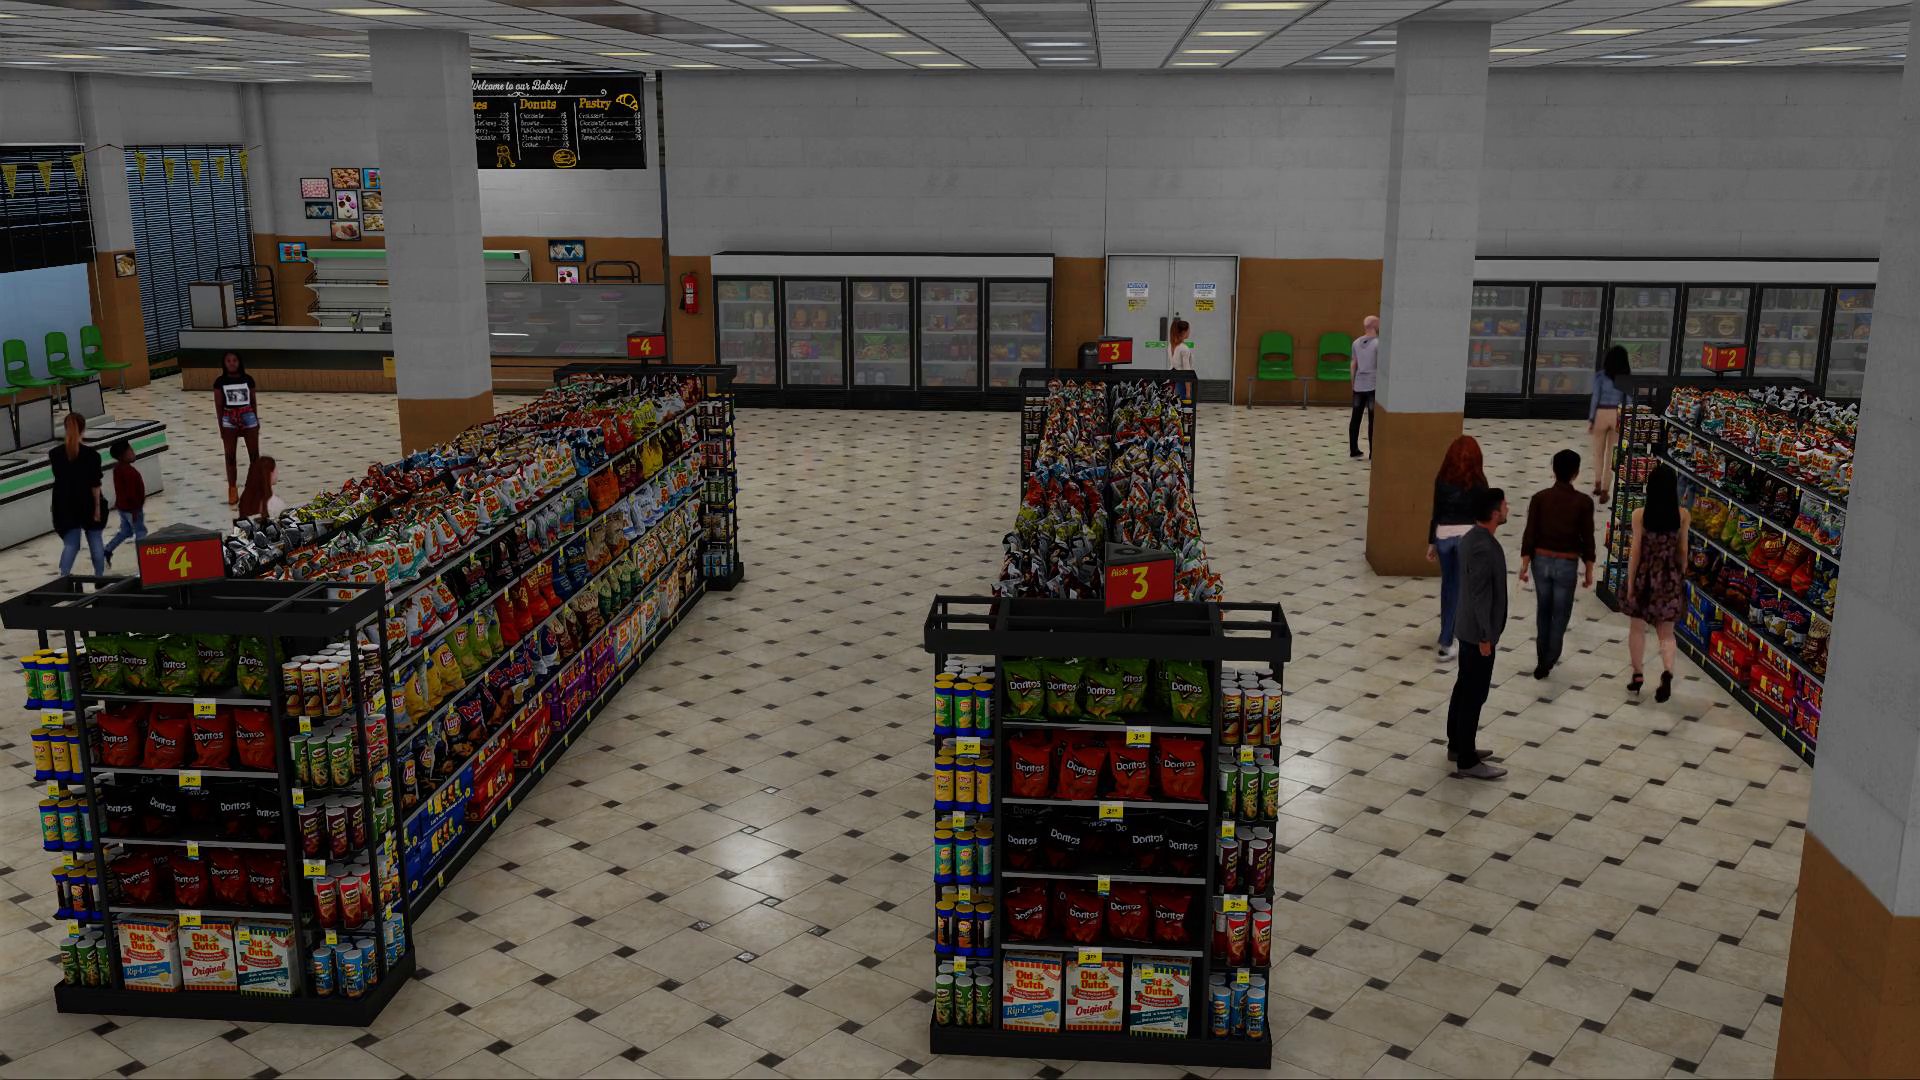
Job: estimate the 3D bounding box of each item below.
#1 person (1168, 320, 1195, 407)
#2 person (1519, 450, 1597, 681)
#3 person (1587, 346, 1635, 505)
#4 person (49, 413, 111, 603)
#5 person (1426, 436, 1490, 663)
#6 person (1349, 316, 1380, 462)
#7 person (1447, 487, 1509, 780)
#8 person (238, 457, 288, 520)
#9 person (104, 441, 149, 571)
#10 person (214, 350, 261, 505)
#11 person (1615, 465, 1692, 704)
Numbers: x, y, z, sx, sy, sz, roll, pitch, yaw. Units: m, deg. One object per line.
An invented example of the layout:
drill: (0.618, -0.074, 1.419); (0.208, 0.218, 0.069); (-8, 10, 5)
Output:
person: (2.835, -2.001, 21.642); (0.732, 1.722, 0.614); (-6, 15, -23)
person: (4.410, 0.239, 12.344); (0.927, 1.752, 1.113); (6, 15, 23)
person: (7.234, -1.270, 18.551); (0.761, 1.759, 0.823); (7, 15, 27)
person: (-7.746, -0.243, 14.554); (0.827, 1.647, 1.181); (-2, 14, -9)
person: (3.829, 0.090, 12.933); (0.856, 1.764, 1.010); (9, 16, 33)
person: (5.190, -1.940, 21.144); (0.815, 1.837, 0.756); (-11, 17, -38)
person: (3.330, 0.576, 10.691); (0.729, 1.876, 0.520); (1, 14, 6)
person: (-5.113, 0.275, 12.203); (0.752, 1.747, 0.985); (5, 15, 20)
person: (-7.879, -0.302, 15.656); (0.739, 1.241, 0.845); (12, 18, 40)
person: (-8.068, -1.269, 18.618); (0.708, 1.724, 0.747); (-7, 15, -28)
person: (4.956, 0.371, 11.806); (0.636, 1.747, 1.109); (2, 14, 8)
